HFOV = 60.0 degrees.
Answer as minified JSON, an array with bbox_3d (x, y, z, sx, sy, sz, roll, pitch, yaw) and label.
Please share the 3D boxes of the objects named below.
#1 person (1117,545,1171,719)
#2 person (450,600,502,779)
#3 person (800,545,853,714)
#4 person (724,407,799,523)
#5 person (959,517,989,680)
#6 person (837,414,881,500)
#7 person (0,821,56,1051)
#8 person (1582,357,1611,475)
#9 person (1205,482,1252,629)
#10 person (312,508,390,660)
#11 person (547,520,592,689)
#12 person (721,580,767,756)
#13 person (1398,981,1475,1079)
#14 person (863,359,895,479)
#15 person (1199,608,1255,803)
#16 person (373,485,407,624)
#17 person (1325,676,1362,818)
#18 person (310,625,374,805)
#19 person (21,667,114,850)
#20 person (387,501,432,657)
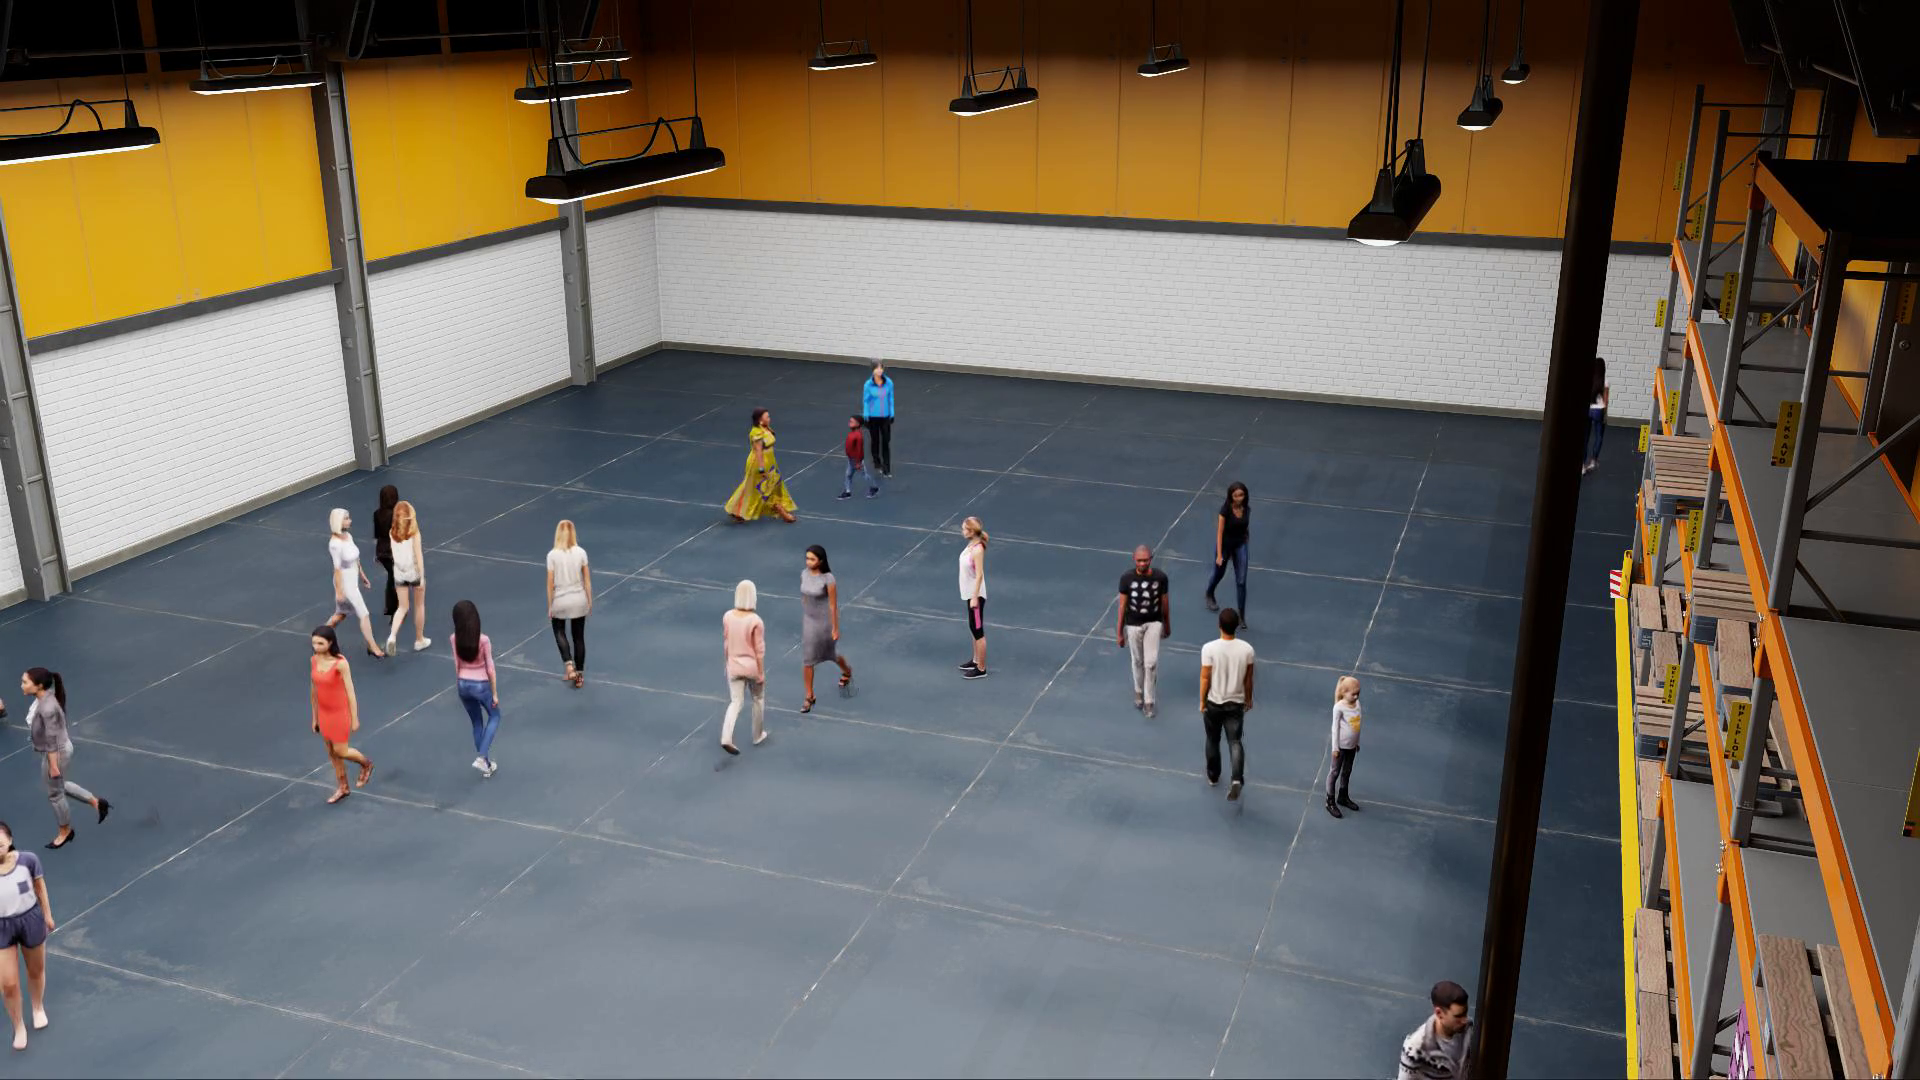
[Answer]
[{"bbox_3d":[1.884,0.860,16.910,0.782,1.775,0.970,2,19,6],"label":"person"},{"bbox_3d":[-4.520,1.413,15.348,0.650,1.724,0.764,4,19,11],"label":"person"},{"bbox_3d":[-1.369,0.862,16.962,0.724,1.738,1.127,11,21,28],"label":"person"},{"bbox_3d":[-2.787,-0.984,22.640,0.912,1.612,1.214,3,19,9],"label":"person"},{"bbox_3d":[0.169,0.596,17.677,0.741,1.787,0.614,-2,19,-7],"label":"person"},{"bbox_3d":[-1.430,-1.189,23.834,0.906,1.239,0.837,-9,21,-25],"label":"person"},{"bbox_3d":[-6.632,2.695,11.684,0.786,1.634,0.839,-13,22,-33],"label":"person"},{"bbox_3d":[9.476,-1.846,24.966,0.718,1.762,0.792,13,22,33],"label":"person"},{"bbox_3d":[3.095,0.121,19.240,1.072,1.689,1.274,-6,20,-17],"label":"person"},{"bbox_3d":[-6.751,0.497,18.088,0.936,1.711,1.070,-2,19,-6],"label":"person"},{"bbox_3d":[-4.044,0.701,17.319,0.754,1.816,0.813,-8,20,-23],"label":"person"},{"bbox_3d":[-2.090,1.257,15.862,0.605,1.693,0.986,8,20,23],"label":"person"},{"bbox_3d":[2.668,3.296,9.633,1.249,1.804,1.160,-14,23,-35],"label":"person"},{"bbox_3d":[-1.239,-1.843,24.943,0.933,1.772,1.062,-4,19,-12],"label":"person"},{"bbox_3d":[2.407,1.497,15.007,0.903,1.784,1.146,-1,19,-3],"label":"person"},{"bbox_3d":[-6.597,0.194,19.122,0.598,1.626,0.548,6,20,17],"label":"person"},{"bbox_3d":[3.428,1.816,14.849,0.570,1.280,0.641,-12,22,-32],"label":"person"},{"bbox_3d":[-5.570,1.539,15.009,0.596,1.703,0.717,9,21,25],"label":"person"},{"bbox_3d":[-7.625,1.835,14.192,0.926,1.662,0.863,-9,21,-24],"label":"person"},{"bbox_3d":[-6.071,0.466,18.150,0.658,1.731,0.994,5,19,14],"label":"person"}]
